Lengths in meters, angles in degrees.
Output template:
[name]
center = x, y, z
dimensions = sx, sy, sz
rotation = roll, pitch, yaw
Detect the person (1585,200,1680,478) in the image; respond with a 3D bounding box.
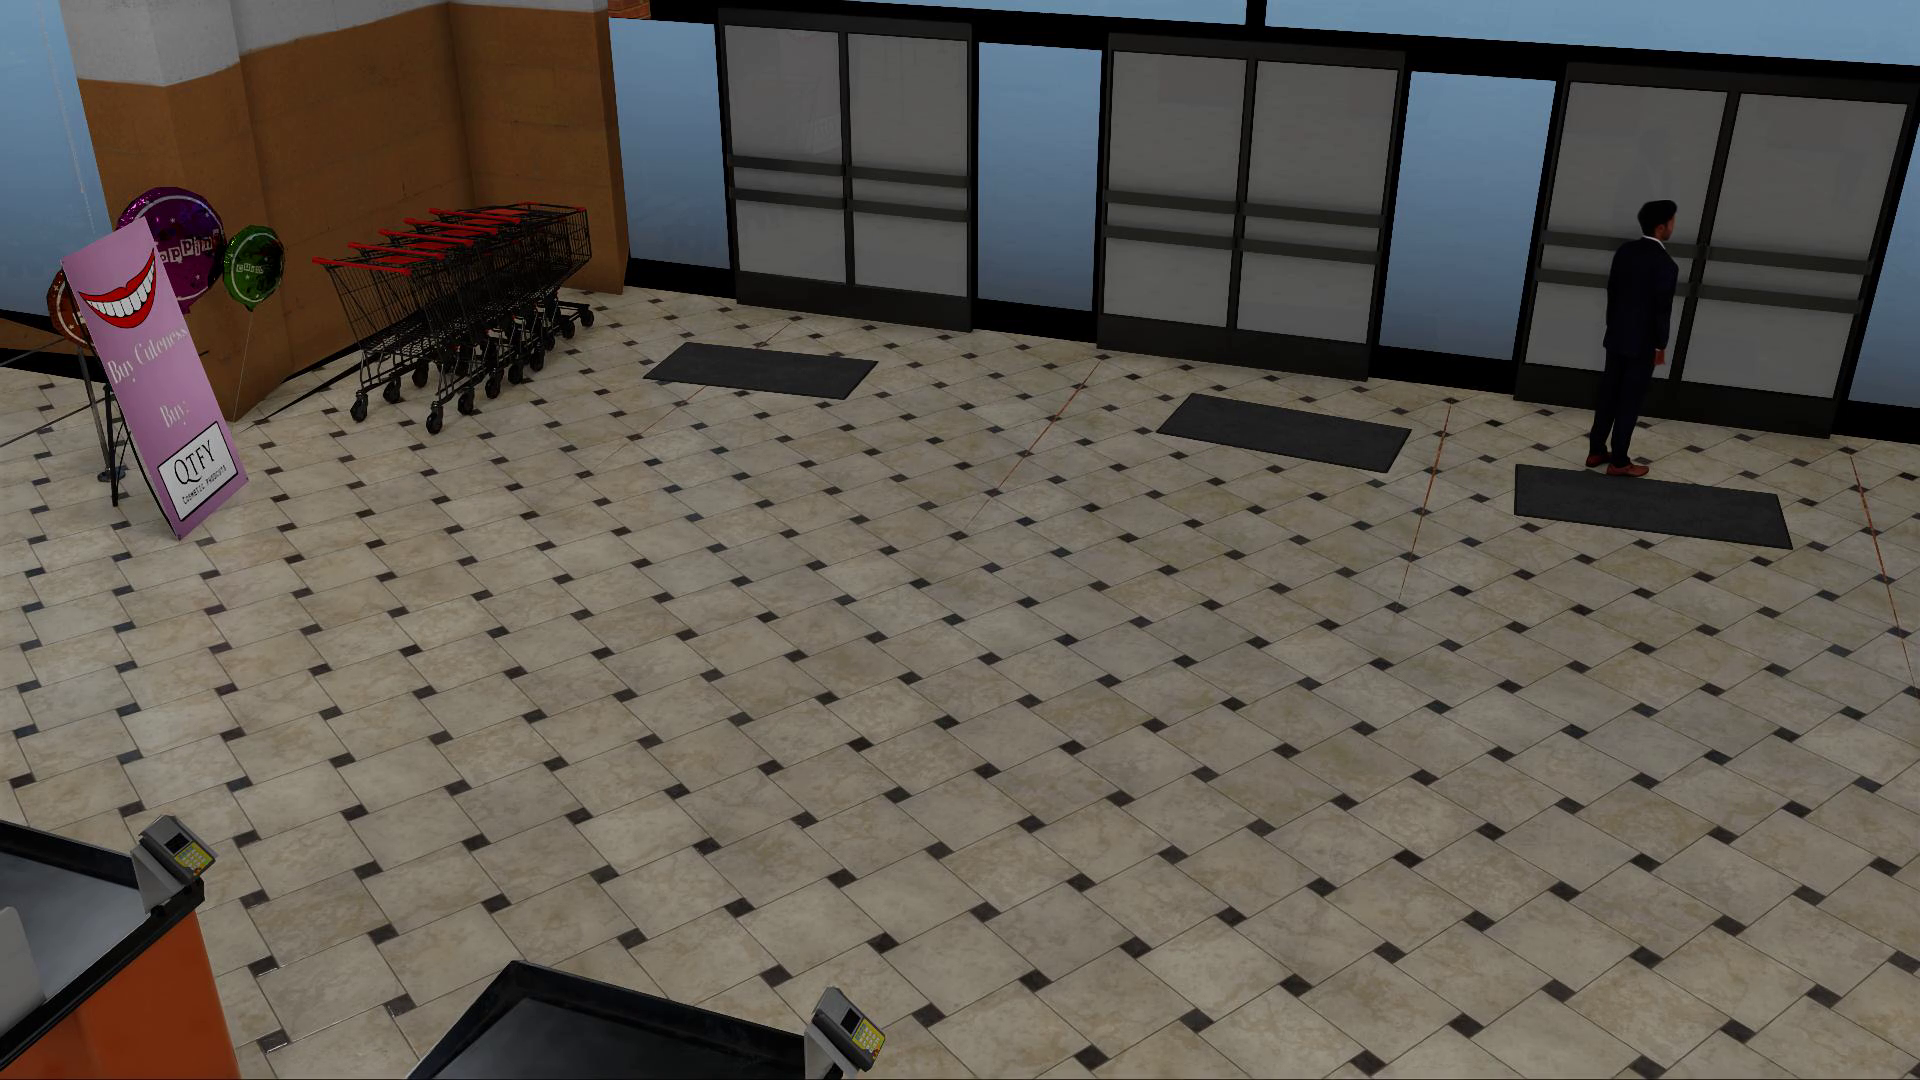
[person]
center = 4.099, -1.221, 10.139
dimensions = 0.762, 1.724, 0.694
rotation = -11, 29, -20
